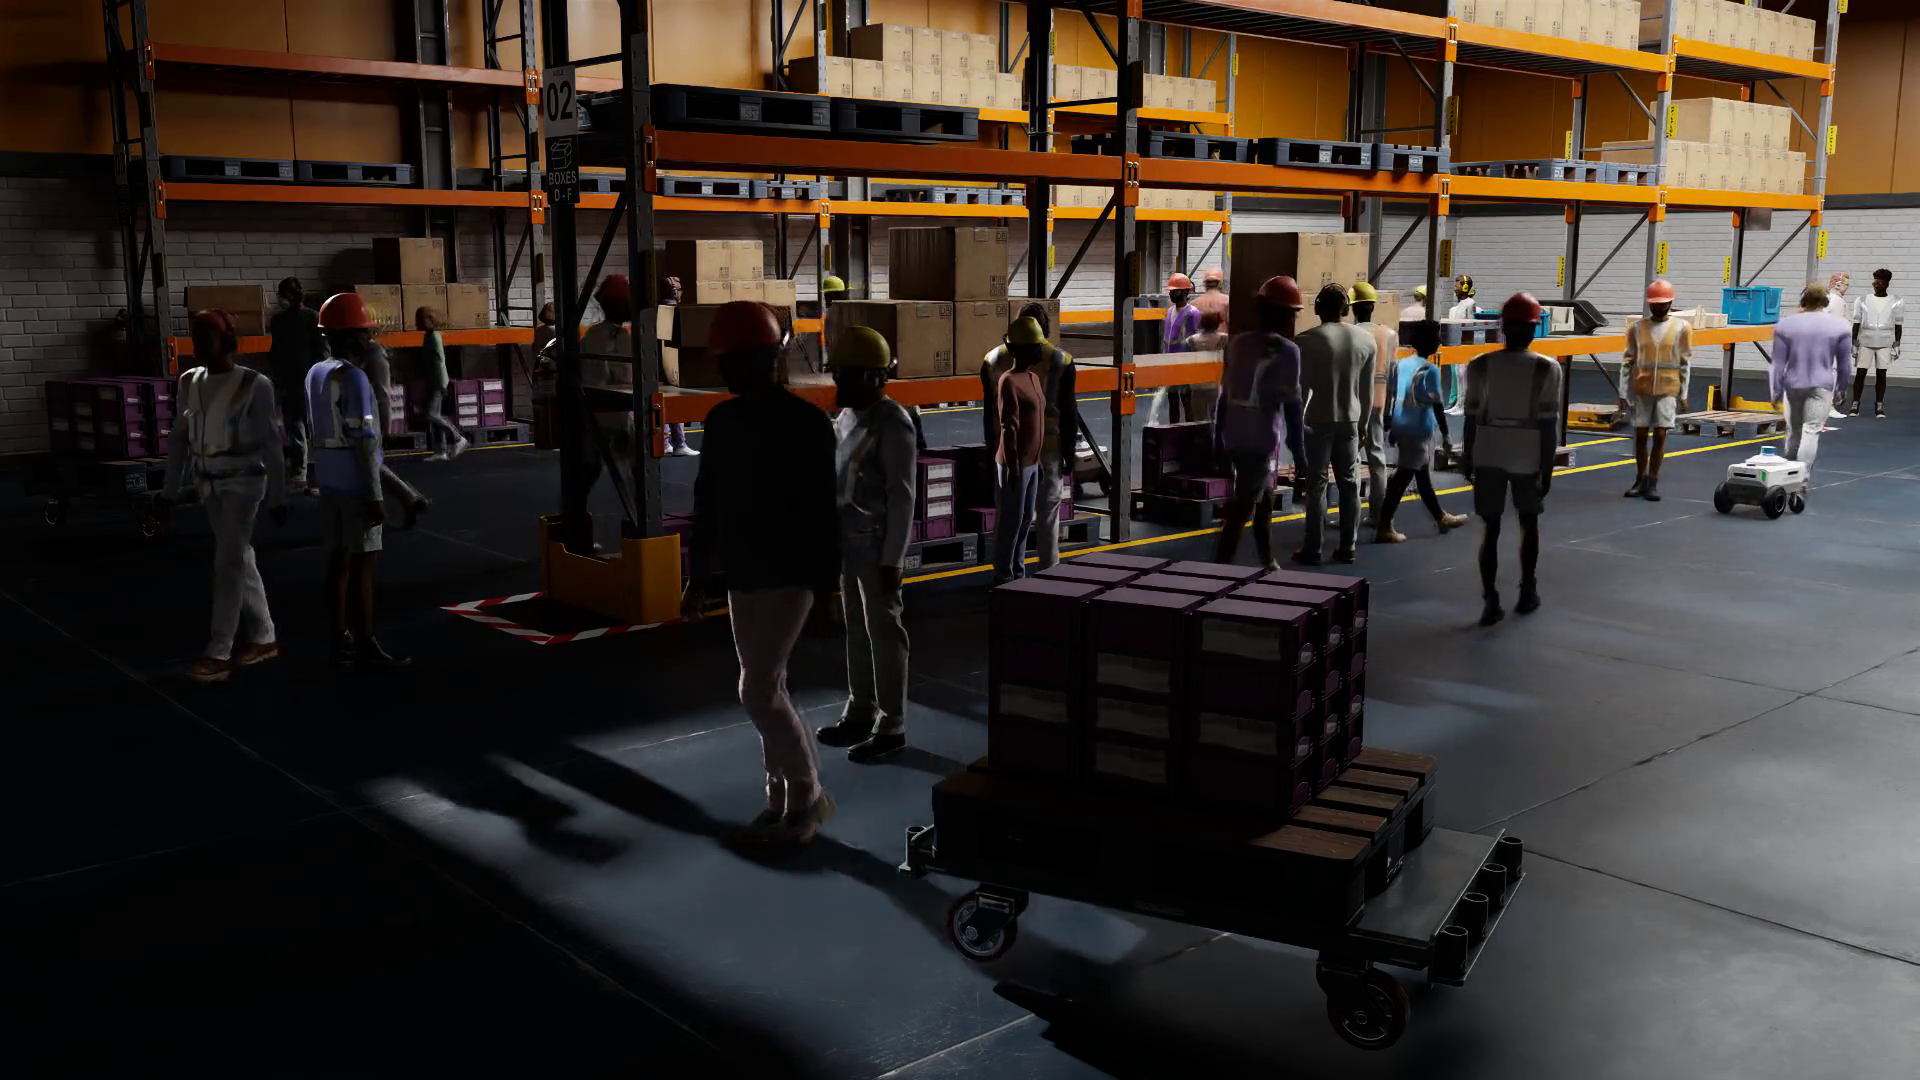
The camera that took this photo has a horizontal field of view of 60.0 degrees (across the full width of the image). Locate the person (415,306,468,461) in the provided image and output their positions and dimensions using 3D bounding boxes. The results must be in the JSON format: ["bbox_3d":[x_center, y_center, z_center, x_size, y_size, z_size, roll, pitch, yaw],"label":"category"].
[{"bbox_3d":[-5.403,-1.603,17.160,0.397,1.620,0.521,-4,10,-22],"label":"person"}]

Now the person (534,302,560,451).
[{"bbox_3d":[-4.482,-1.790,18.244,0.502,1.628,0.284,8,13,40],"label":"person"}]

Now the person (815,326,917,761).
[{"bbox_3d":[-0.405,0.014,7.062,0.404,1.835,0.587,-5,11,-26],"label":"person"}]

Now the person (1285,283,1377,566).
[{"bbox_3d":[2.538,-0.787,11.446,0.627,1.940,0.372,-2,10,-13],"label":"person"}]

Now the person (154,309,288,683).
[{"bbox_3d":[-3.778,-0.220,8.383,0.574,1.857,0.843,5,11,25],"label":"person"}]

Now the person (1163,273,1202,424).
[{"bbox_3d":[2.372,-1.918,18.072,0.357,1.938,0.542,-6,11,-31],"label":"person"}]

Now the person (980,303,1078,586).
[{"bbox_3d":[0.446,-0.585,10.586,0.621,1.835,0.430,3,10,17],"label":"person"}]

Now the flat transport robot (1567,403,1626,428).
[{"bbox_3d":[7.921,-1.564,20.873,0.652,0.197,1.431,5,11,28],"label":"flat transport robot"}]

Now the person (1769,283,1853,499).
[{"bbox_3d":[7.528,-1.325,14.756,0.630,1.889,1.028,7,12,36],"label":"person"}]

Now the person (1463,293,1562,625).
[{"bbox_3d":[3.241,-0.483,9.779,0.548,1.907,0.843,4,11,24],"label":"person"}]

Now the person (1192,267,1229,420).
[{"bbox_3d":[3.247,-2.486,21.238,0.637,1.991,0.403,6,11,32],"label":"person"}]

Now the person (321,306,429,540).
[{"bbox_3d":[-4.462,-0.913,12.601,0.841,1.801,0.591,-8,12,-38],"label":"person"}]

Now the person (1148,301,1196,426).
[{"bbox_3d":[2.693,-2.129,20.318,0.863,1.582,0.517,-3,10,-16],"label":"person"}]

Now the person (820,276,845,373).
[{"bbox_3d":[-1.481,-2.023,18.819,0.925,1.884,0.612,-6,11,-31],"label":"person"}]

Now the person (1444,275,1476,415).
[{"bbox_3d":[6.706,-2.595,22.234,0.312,1.869,0.537,0,10,0],"label":"person"}]

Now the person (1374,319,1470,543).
[{"bbox_3d":[3.460,-0.801,12.345,0.854,1.650,0.544,-2,10,-9],"label":"person"}]

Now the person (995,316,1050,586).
[{"bbox_3d":[0.384,-0.452,9.993,0.314,1.769,0.525,3,10,19],"label":"person"}]

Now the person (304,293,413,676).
[{"bbox_3d":[-3.088,-0.280,8.476,0.543,1.939,0.360,9,13,42],"label":"person"}]

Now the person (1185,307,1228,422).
[{"bbox_3d":[2.475,-1.522,16.667,0.523,1.615,0.691,6,11,32],"label":"person"}]

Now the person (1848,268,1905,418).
[{"bbox_3d":[12.077,-2.590,21.929,0.608,1.962,0.374,5,11,26],"label":"person"}]

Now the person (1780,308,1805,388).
[{"bbox_3d":[9.302,-1.787,18.276,0.782,1.606,0.515,-8,12,-38],"label":"person"}]

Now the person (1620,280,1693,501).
[{"bbox_3d":[6.055,-1.300,14.505,0.556,1.920,0.454,5,11,25],"label":"person"}]

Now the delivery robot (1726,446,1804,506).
[{"bbox_3d":[6.647,-0.532,13.723,0.707,0.478,0.477,-8,12,-38],"label":"delivery robot"}]

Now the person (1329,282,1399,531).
[{"bbox_3d":[3.111,-1.035,12.937,0.591,1.923,0.381,-3,10,-19],"label":"person"}]

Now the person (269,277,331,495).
[{"bbox_3d":[-5.878,-1.364,14.822,0.635,1.938,0.354,4,10,22],"label":"person"}]

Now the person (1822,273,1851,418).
[{"bbox_3d":[11.540,-2.569,21.994,0.407,1.902,0.639,1,10,4],"label":"person"}]

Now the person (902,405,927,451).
[{"bbox_3d":[-0.509,-1.472,16.277,0.790,1.654,0.543,-2,10,-12],"label":"person"}]

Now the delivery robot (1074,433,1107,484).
[{"bbox_3d":[1.031,-0.702,14.720,0.477,0.478,0.707,5,11,27],"label":"delivery robot"}]

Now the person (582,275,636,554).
[{"bbox_3d":[-2.434,-0.889,11.898,1.050,1.988,0.657,-9,13,-43],"label":"person"}]

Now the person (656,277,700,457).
[{"bbox_3d":[-3.053,-1.840,17.705,0.409,1.907,0.649,-10,14,-44],"label":"person"}]

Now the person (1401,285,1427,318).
[{"bbox_3d":[6.213,-2.615,22.742,0.504,1.723,0.559,-4,11,-24],"label":"person"}]

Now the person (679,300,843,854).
[{"bbox_3d":[-0.716,0.141,5.917,0.445,1.974,0.621,-9,14,-44],"label":"person"}]

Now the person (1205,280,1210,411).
[{"bbox_3d":[3.356,-2.491,21.580,0.596,1.889,0.740,9,13,41],"label":"person"}]

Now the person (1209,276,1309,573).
[{"bbox_3d":[1.881,-0.593,10.128,0.921,1.994,0.615,-4,11,-23],"label":"person"}]

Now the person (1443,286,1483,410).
[{"bbox_3d":[6.870,-2.619,22.683,0.329,1.765,0.526,-9,13,-42],"label":"person"}]
